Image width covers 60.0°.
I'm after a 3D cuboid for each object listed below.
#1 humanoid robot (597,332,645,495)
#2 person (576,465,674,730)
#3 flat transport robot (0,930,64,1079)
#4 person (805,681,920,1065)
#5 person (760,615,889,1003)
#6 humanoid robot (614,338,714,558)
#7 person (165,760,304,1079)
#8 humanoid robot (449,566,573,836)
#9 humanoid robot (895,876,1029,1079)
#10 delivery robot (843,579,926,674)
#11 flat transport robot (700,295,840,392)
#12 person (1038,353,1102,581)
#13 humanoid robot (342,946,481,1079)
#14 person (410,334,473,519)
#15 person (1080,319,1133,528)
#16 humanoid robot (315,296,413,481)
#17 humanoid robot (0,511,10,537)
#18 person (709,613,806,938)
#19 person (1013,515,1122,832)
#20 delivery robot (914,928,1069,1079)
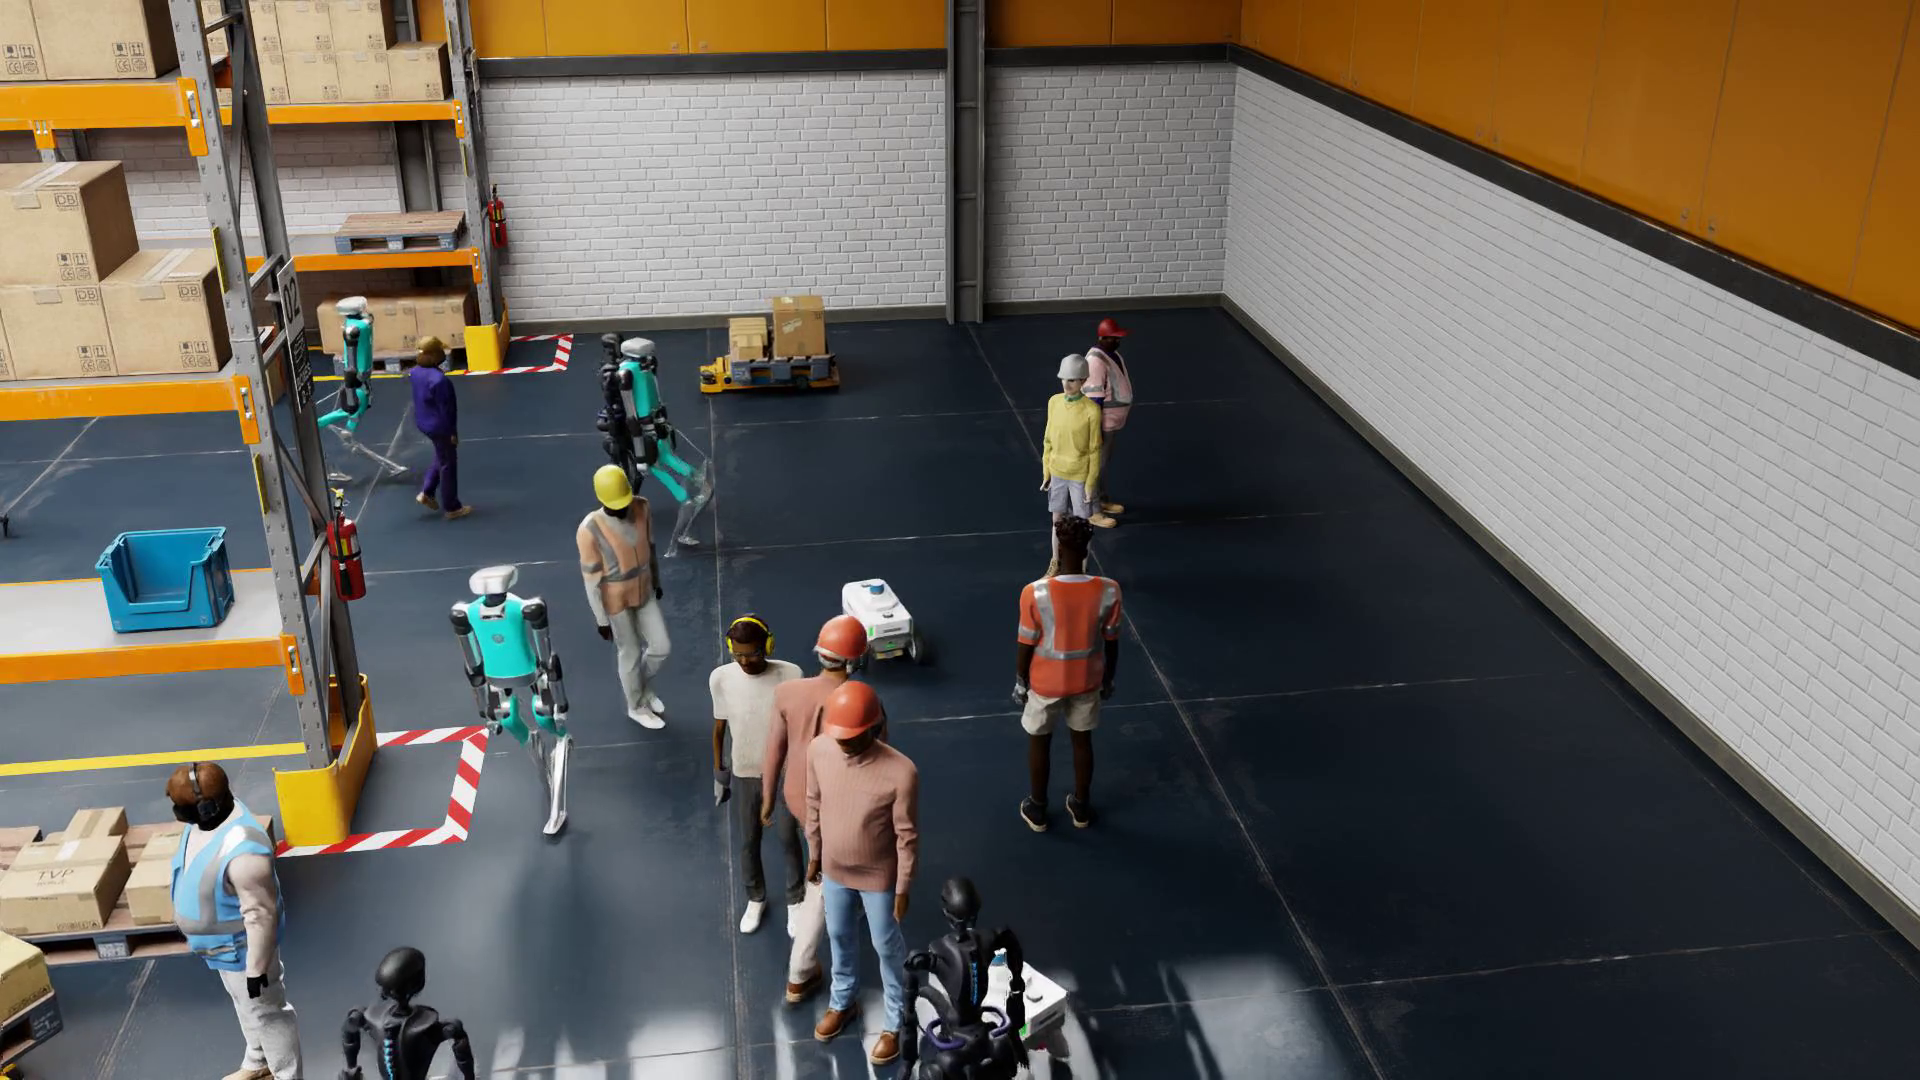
[{"bbox_3d":[-2.800,-0.917,13.721,0.318,1.650,0.608,2,24,4],"label":"humanoid robot"},{"bbox_3d":[-2.083,0.368,10.546,0.432,1.881,0.656,16,29,33],"label":"person"},{"bbox_3d":[-4.898,2.536,7.620,1.431,0.231,0.659,12,26,26],"label":"flat transport robot"},{"bbox_3d":[-0.472,1.535,7.768,0.611,1.986,0.396,13,27,27],"label":"person"},{"bbox_3d":[-0.649,1.294,8.381,0.636,1.922,1.075,13,27,27],"label":"person"},{"bbox_3d":[-2.258,-0.697,13.174,0.830,1.796,0.550,7,25,15],"label":"humanoid robot"},{"bbox_3d":[-3.218,1.783,7.387,0.430,1.838,0.618,-19,30,-37],"label":"person"},{"bbox_3d":[-2.495,0.897,9.645,0.577,1.872,0.863,0,24,0],"label":"humanoid robot"},{"bbox_3d":[0.018,2.104,6.875,0.589,1.637,0.575,-10,26,-22],"label":"humanoid robot"},{"bbox_3d":[-0.585,0.566,11.733,0.514,0.580,0.738,-8,25,-18],"label":"delivery robot"},{"bbox_3d":[-1.995,-1.756,17.397,1.431,0.231,0.659,-3,24,-7],"label":"flat transport robot"},{"bbox_3d":[0.834,-0.496,12.510,0.472,1.895,0.385,15,28,30],"label":"person"},{"bbox_3d":[-2.138,2.320,6.386,0.585,1.635,0.619,3,24,7],"label":"humanoid robot"},{"bbox_3d":[-4.328,-0.941,13.854,0.368,1.613,0.479,-20,31,-38],"label":"person"},{"bbox_3d":[1.213,-0.986,13.796,0.420,1.753,0.607,8,25,17],"label":"person"},{"bbox_3d":[-5.359,-1.250,14.417,0.996,1.731,0.539,-1,24,-2],"label":"humanoid robot"},{"bbox_3d":[-8.145,-0.794,13.487,0.698,1.623,0.610,0,24,1],"label":"humanoid robot"},{"bbox_3d":[-1.025,1.222,8.645,0.526,1.855,0.353,0,24,0],"label":"person"},{"bbox_3d":[0.610,0.781,9.533,0.616,1.950,0.389,-6,24,-13],"label":"person"},{"bbox_3d":[0.156,2.206,8.037,0.499,0.612,0.807,-21,31,-39],"label":"delivery robot"}]
